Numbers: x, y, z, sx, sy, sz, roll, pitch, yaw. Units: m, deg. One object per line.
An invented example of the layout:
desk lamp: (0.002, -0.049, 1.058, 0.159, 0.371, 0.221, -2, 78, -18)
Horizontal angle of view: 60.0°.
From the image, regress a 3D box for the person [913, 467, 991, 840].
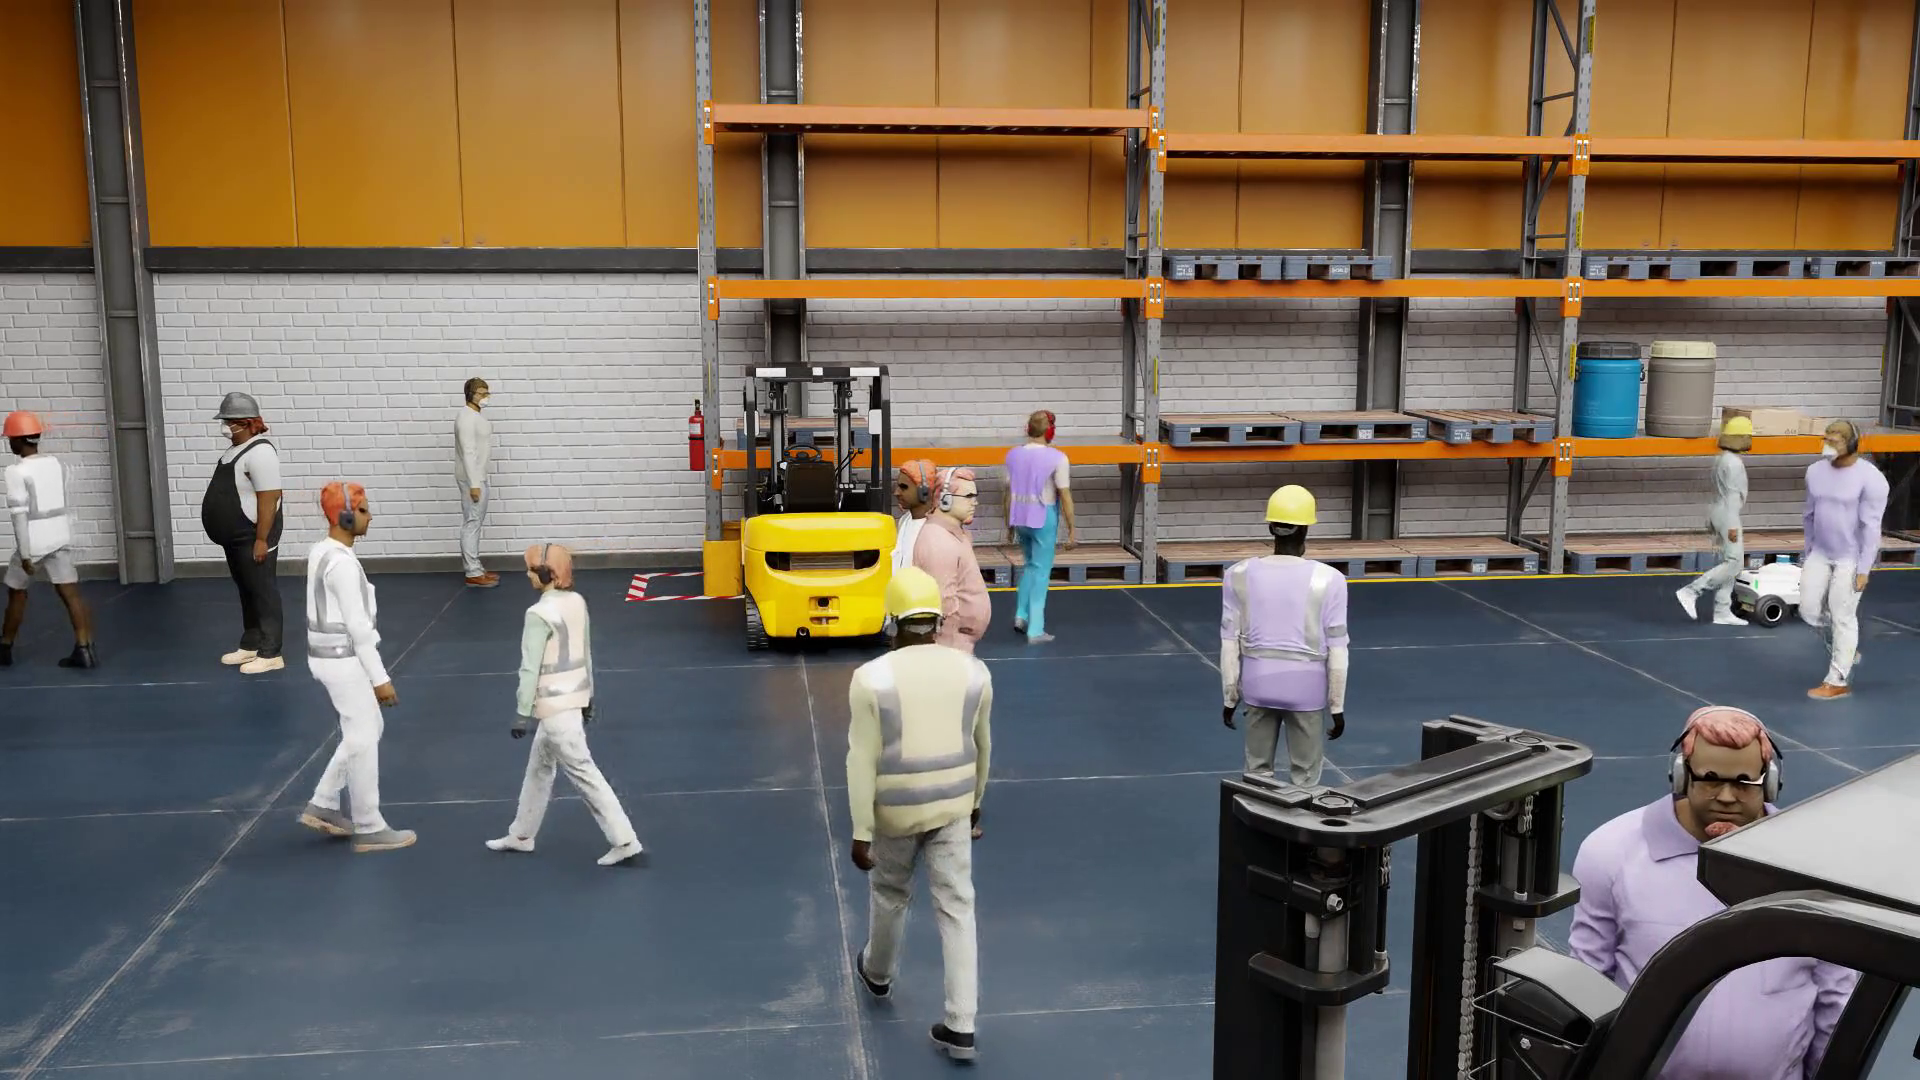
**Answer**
person: (-0.040, 0.571, 8.585, 0.403, 1.904, 0.652, 0, 9, -2)

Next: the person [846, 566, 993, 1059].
person: (-0.154, 0.994, 6.290, 0.616, 1.787, 0.916, -4, 10, -22)

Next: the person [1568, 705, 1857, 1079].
person: (1.758, 1.319, 3.942, 0.644, 1.903, 0.401, 3, 10, 17)

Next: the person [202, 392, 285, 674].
person: (-5.210, -0.059, 12.089, 0.537, 2.000, 0.682, -8, 12, -40)

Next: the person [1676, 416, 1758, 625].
person: (6.228, -0.152, 13.615, 0.482, 1.726, 0.498, 3, 10, 19)

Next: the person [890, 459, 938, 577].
person: (-0.203, 0.490, 9.153, 0.349, 1.882, 0.577, -4, 10, -26)

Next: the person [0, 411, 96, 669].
person: (-6.782, 0.007, 12.146, 0.982, 1.885, 0.557, 3, 10, 20)

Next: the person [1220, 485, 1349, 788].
person: (1.492, 0.706, 7.662, 0.586, 1.928, 0.380, 4, 10, 25)

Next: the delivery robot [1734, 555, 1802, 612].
delivery robot: (6.797, 0.366, 13.765, 0.707, 0.478, 0.477, -2, 9, -10)

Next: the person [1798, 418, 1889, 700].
person: (5.992, 0.127, 11.285, 0.488, 1.925, 0.635, -4, 10, -22)

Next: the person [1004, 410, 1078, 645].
person: (0.619, -0.094, 12.976, 0.585, 1.828, 0.470, 8, 12, 42)

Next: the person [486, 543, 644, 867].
person: (-1.930, 0.802, 8.096, 0.851, 1.600, 0.517, 1, 9, 7)

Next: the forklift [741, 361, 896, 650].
forklift: (-1.154, -0.340, 13.365, 1.214, 2.155, 2.313, -1, 9, -7)

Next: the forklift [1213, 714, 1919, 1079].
forklift: (1.441, 1.425, 2.350, 1.214, 2.155, 2.313, -7, 12, -39)

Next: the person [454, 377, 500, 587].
person: (-4.484, -0.537, 15.403, 0.376, 1.936, 0.627, -2, 9, -9)

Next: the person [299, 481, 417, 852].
person: (-3.012, 0.639, 8.267, 0.459, 1.874, 0.614, -5, 10, -26)
